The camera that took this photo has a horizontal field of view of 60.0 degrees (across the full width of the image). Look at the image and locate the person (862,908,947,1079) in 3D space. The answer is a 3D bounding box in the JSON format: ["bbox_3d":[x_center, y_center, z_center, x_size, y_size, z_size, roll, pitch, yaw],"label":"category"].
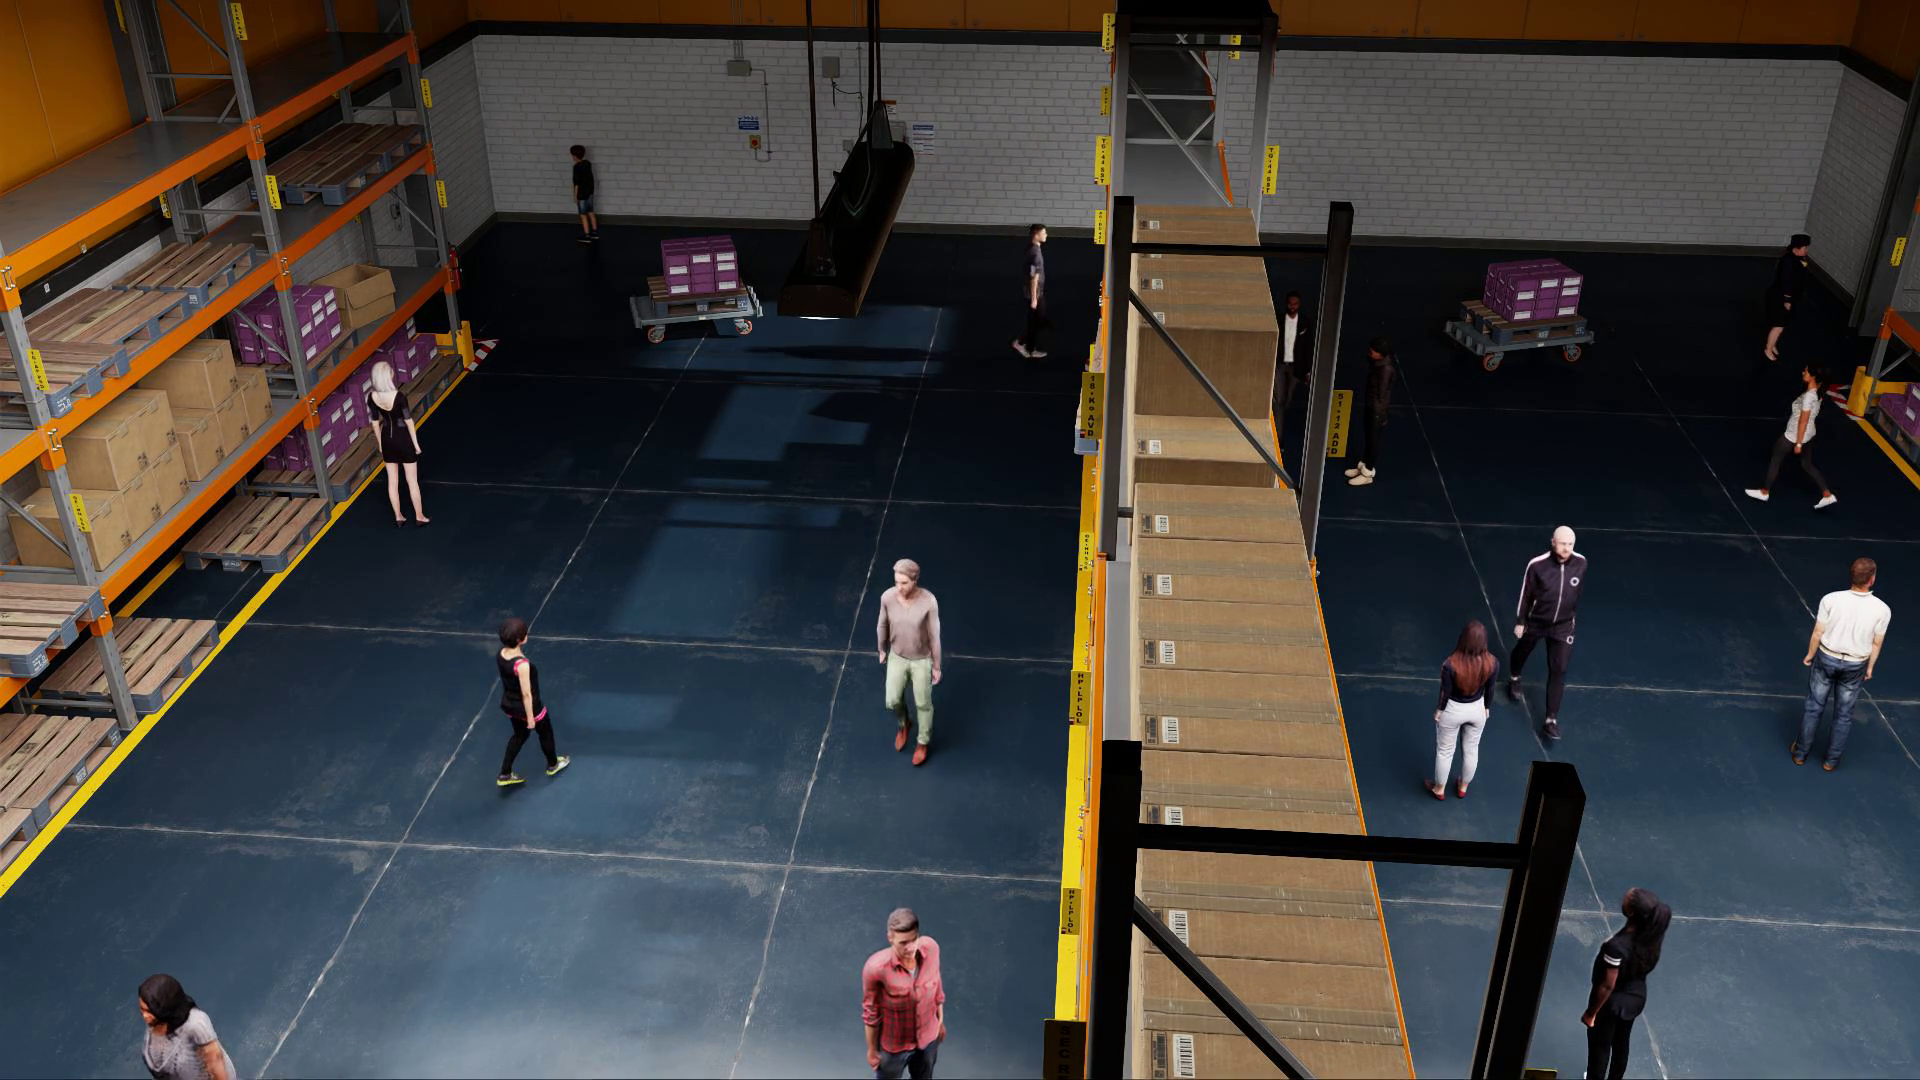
[{"bbox_3d":[-0.321,2.878,9.746,0.764,1.830,0.770,-16,32,-26],"label":"person"}]

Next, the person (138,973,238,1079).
[{"bbox_3d":[-4.366,3.065,9.647,0.767,1.596,0.816,17,33,28],"label":"person"}]

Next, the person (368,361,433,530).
[{"bbox_3d":[-5.675,-0.955,16.773,0.570,1.830,0.483,2,29,4],"label":"person"}]

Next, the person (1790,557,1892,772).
[{"bbox_3d":[6.973,0.989,13.188,0.739,1.851,0.717,14,32,24],"label":"person"}]

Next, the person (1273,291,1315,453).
[{"bbox_3d":[3.663,-1.942,18.665,0.684,1.752,1.155,2,29,4],"label":"person"}]

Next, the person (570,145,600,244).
[{"bbox_3d":[-5.644,-5.212,24.978,0.652,1.446,0.538,12,31,21],"label":"person"}]

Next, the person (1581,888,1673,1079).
[{"bbox_3d":[3.961,2.780,10.030,0.718,1.729,0.763,-17,33,-29],"label":"person"}]

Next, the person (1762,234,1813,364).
[{"bbox_3d":[10.237,-3.012,20.721,0.874,1.660,0.787,18,34,30],"label":"person"}]

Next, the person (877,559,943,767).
[{"bbox_3d":[-0.353,0.910,13.330,0.759,1.853,0.725,6,29,10],"label":"person"}]

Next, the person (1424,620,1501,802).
[{"bbox_3d":[3.874,1.313,12.847,0.634,1.608,0.592,-3,29,-5],"label":"person"}]

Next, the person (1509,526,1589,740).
[{"bbox_3d":[4.847,0.664,13.861,0.733,1.776,1.223,1,29,2],"label":"person"}]

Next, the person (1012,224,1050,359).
[{"bbox_3d":[0.844,-3.077,20.745,0.720,1.752,0.622,1,29,2],"label":"person"}]

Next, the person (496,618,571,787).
[{"bbox_3d":[-3.463,1.311,12.948,0.863,1.515,0.979,23,36,36],"label":"person"}]

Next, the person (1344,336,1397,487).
[{"bbox_3d":[4.451,-1.391,17.750,0.659,1.659,0.591,16,32,26],"label":"person"}]

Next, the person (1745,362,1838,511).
[{"bbox_3d":[8.755,-1.034,17.147,1.061,1.609,1.096,24,36,36],"label":"person"}]
